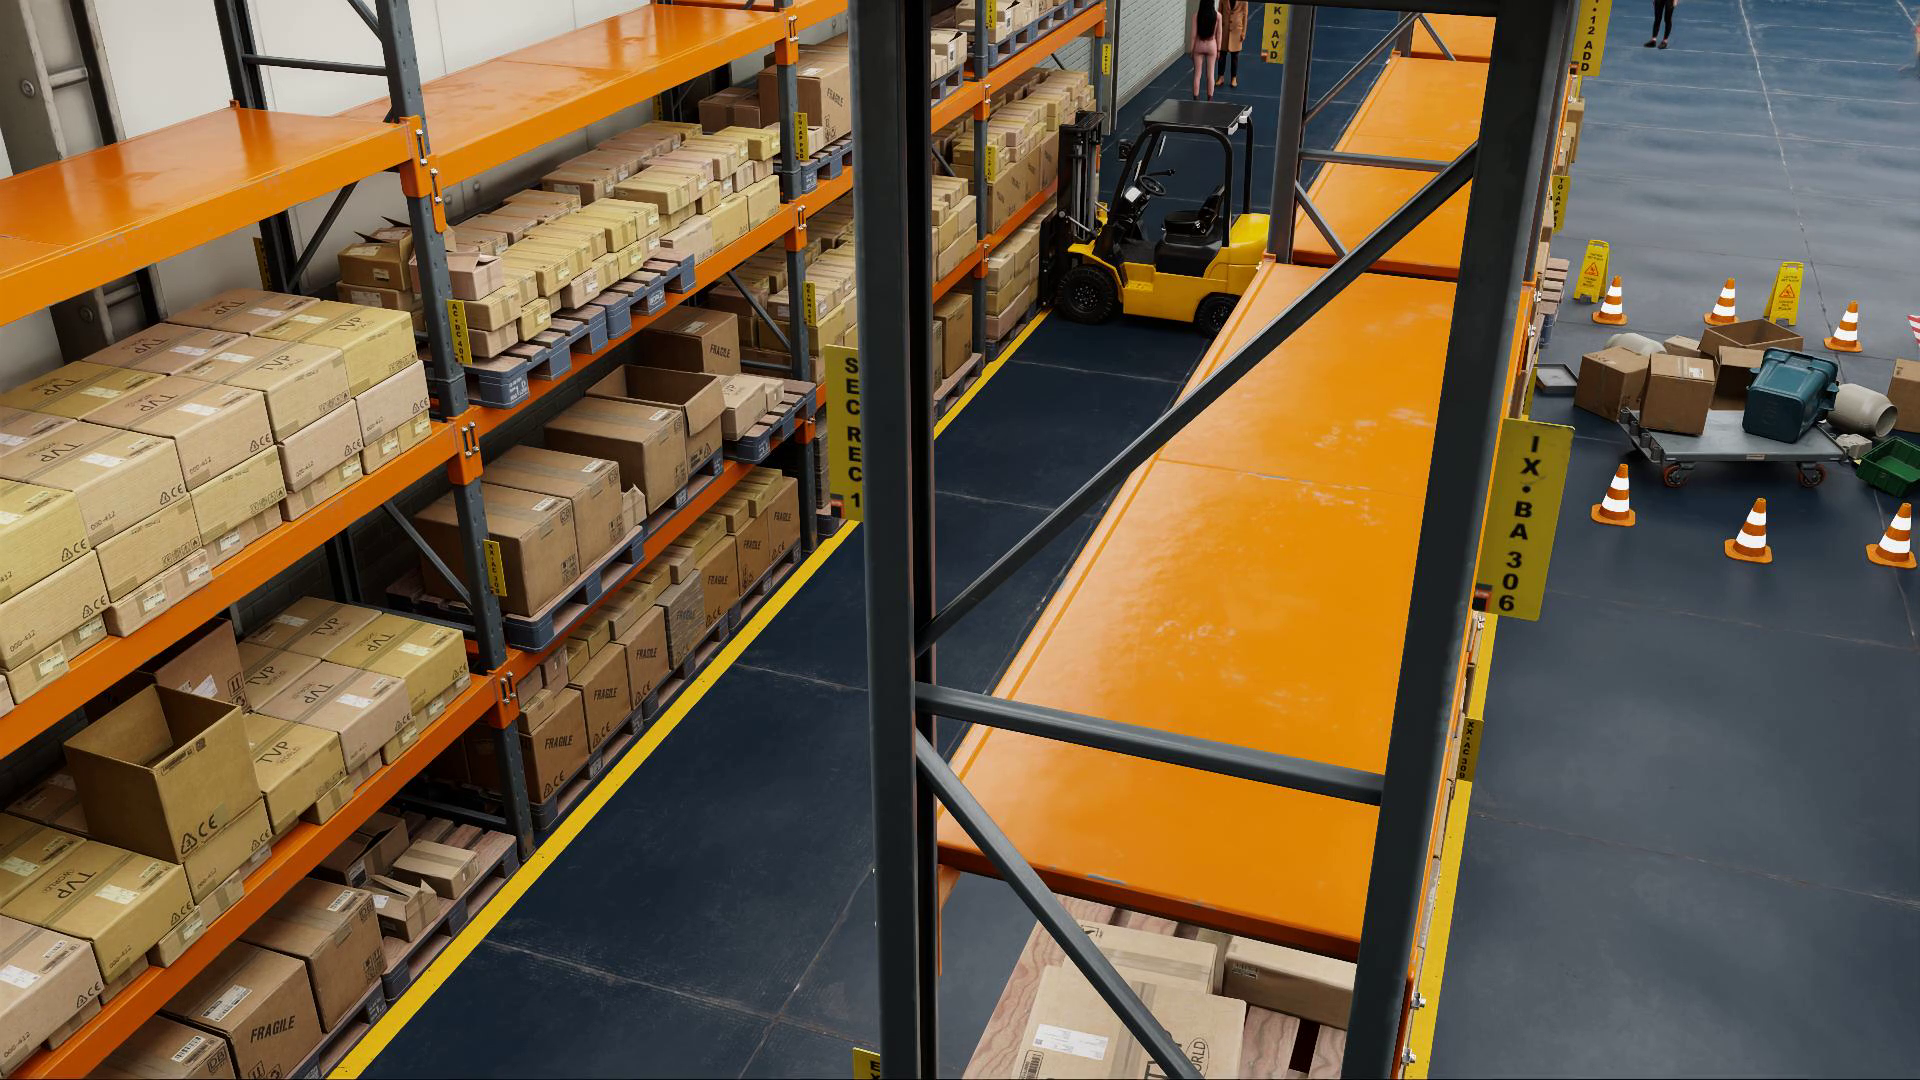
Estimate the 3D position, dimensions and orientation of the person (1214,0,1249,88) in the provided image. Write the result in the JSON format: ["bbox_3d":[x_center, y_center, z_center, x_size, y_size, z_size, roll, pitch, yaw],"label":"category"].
[{"bbox_3d":[4.357,-8.187,26.704,0.631,1.726,0.600,9,29,17],"label":"person"}]

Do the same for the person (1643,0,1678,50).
[{"bbox_3d":[12.453,-9.555,29.290,0.713,1.710,0.693,-19,34,-32],"label":"person"}]

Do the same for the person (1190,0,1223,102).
[{"bbox_3d":[3.724,-7.444,25.315,0.684,1.720,0.636,0,28,1],"label":"person"}]
